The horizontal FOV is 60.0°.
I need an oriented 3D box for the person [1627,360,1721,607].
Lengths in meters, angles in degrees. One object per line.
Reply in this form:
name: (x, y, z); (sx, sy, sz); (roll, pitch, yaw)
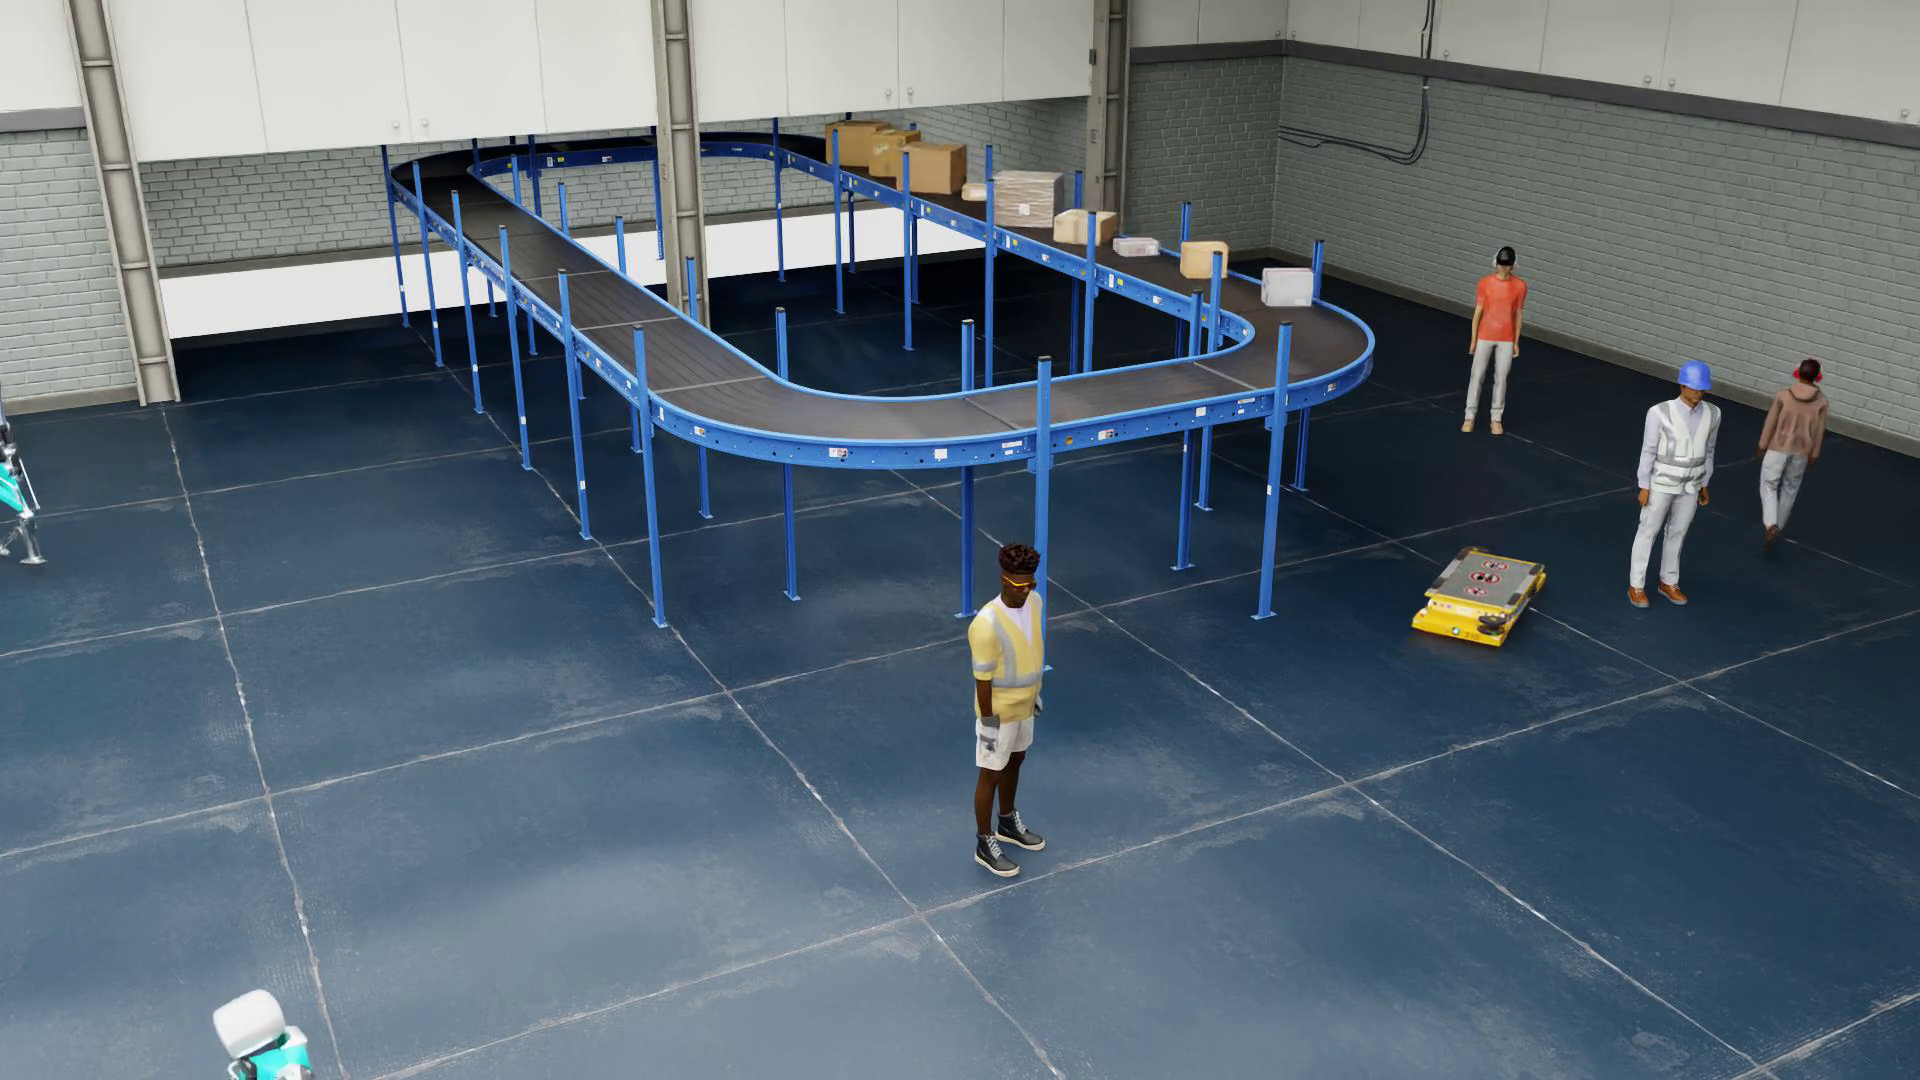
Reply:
person: (5.456, -0.432, 12.707); (0.603, 1.948, 0.381); (-4, 22, -9)

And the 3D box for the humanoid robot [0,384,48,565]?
humanoid robot: (-7.612, -0.544, 13.241); (1.001, 1.731, 0.535); (10, 24, 22)

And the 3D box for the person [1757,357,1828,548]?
person: (6.910, -0.726, 13.838); (0.467, 1.631, 0.677); (5, 23, 12)

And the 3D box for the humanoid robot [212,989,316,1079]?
humanoid robot: (-2.581, 2.512, 5.817); (0.809, 1.834, 0.565); (-20, 29, -40)

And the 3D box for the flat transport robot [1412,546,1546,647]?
flat transport robot: (4.029, 0.421, 12.836); (0.659, 0.231, 1.431); (13, 25, 29)

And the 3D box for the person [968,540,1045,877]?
person: (0.282, 0.921, 9.344); (0.374, 1.962, 0.604); (14, 26, 31)

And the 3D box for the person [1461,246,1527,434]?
person: (5.345, -1.983, 16.591); (0.480, 1.909, 0.414); (5, 23, 12)
